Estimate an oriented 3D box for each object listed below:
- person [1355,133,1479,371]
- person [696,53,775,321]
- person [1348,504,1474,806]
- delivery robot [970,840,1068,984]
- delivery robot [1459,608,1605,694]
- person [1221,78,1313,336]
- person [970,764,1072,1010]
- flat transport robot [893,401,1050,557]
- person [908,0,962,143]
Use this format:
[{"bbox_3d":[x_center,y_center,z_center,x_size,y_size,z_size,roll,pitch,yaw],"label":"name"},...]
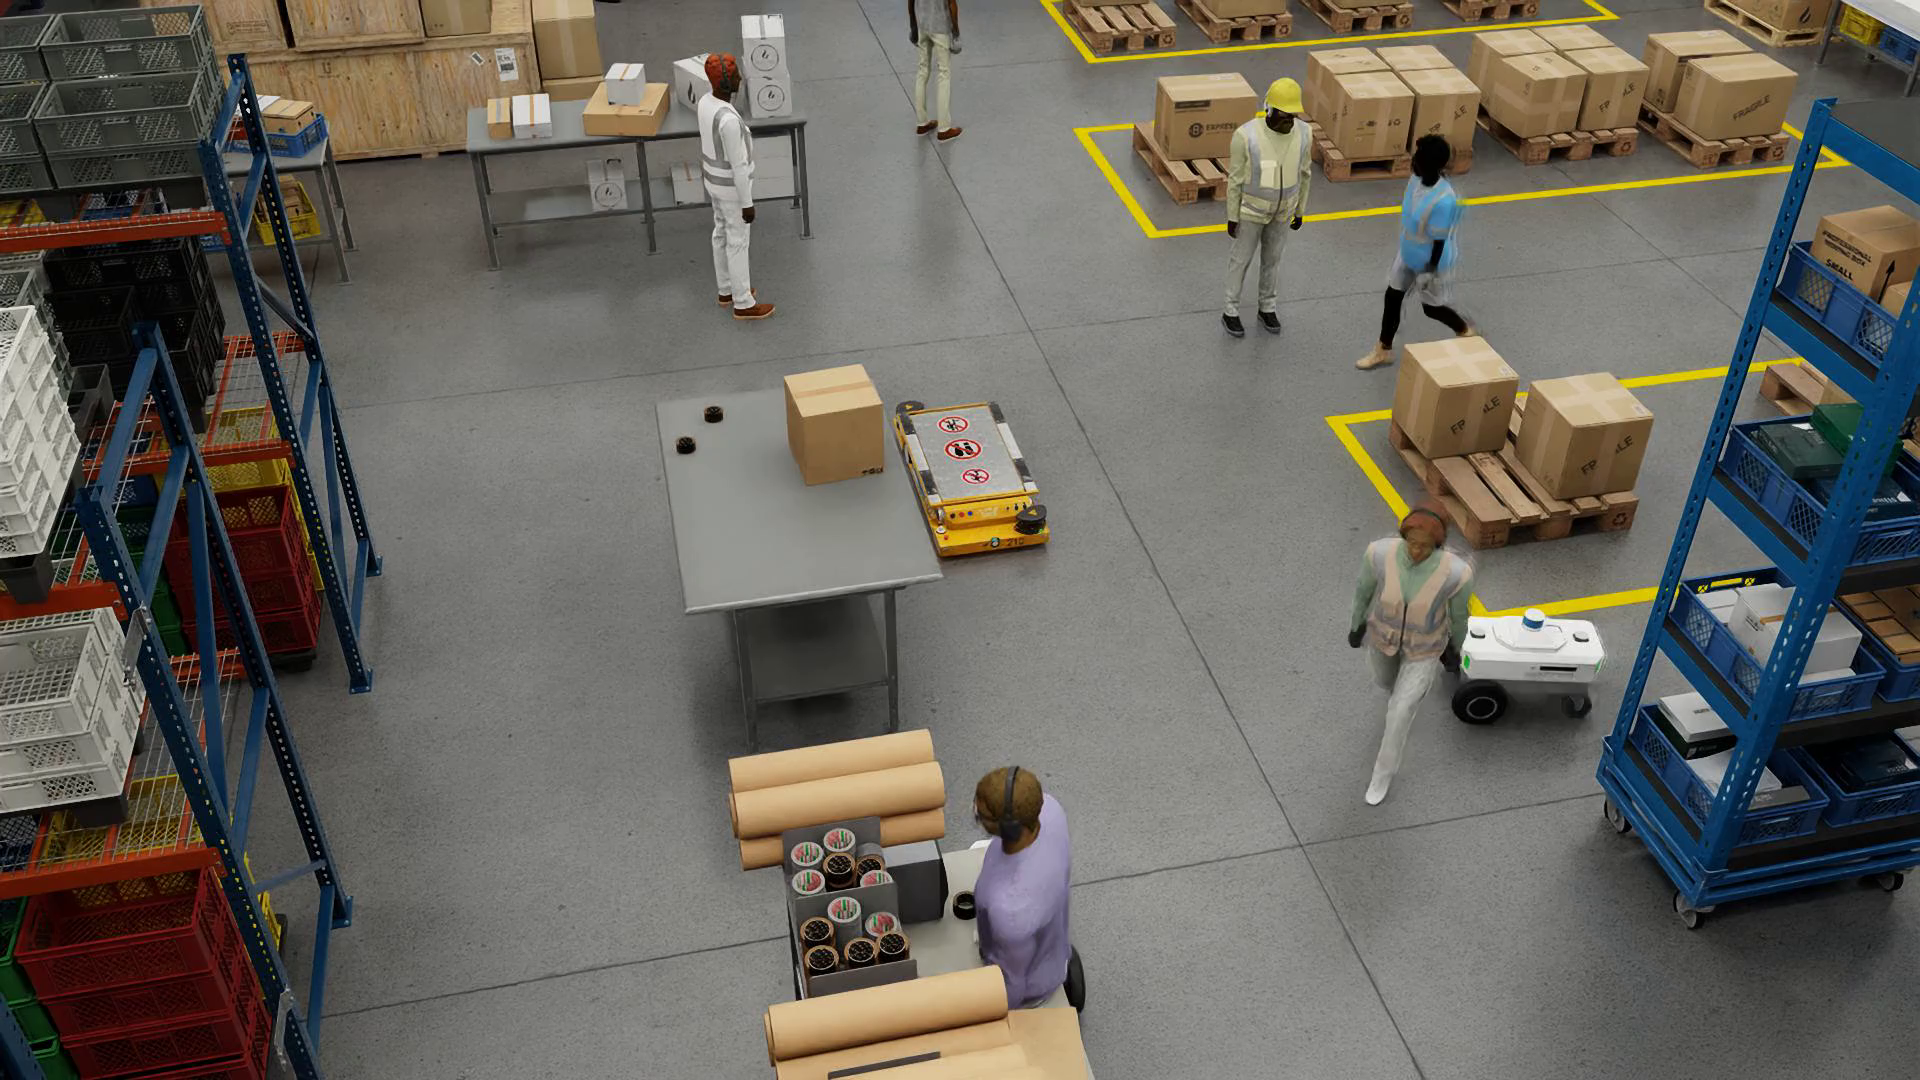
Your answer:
[{"bbox_3d":[3.097,-1.871,10.879,0.763,1.668,0.525,-12,38,-15],"label":"person"},{"bbox_3d":[-1.571,-2.419,11.442,0.355,1.882,0.575,-19,41,-24],"label":"person"},{"bbox_3d":[2.128,0.417,7.866,0.535,1.606,0.776,18,40,23],"label":"person"},{"bbox_3d":[0.235,1.591,7.081,0.477,0.478,0.707,-5,37,-6],"label":"delivery robot"},{"bbox_3d":[2.877,0.564,8.461,0.707,0.478,0.477,2,37,3],"label":"delivery robot"},{"bbox_3d":[2.081,-2.250,11.266,0.595,1.827,0.403,-9,38,-12],"label":"person"},{"bbox_3d":[0.215,1.548,6.073,0.371,1.932,0.631,8,37,11],"label":"person"},{"bbox_3d":[0.046,-0.430,10.108,0.652,0.197,1.431,-8,37,-10],"label":"flat transport robot"},{"bbox_3d":[-0.208,-4.289,13.976,0.512,1.865,0.336,23,42,28],"label":"person"}]
